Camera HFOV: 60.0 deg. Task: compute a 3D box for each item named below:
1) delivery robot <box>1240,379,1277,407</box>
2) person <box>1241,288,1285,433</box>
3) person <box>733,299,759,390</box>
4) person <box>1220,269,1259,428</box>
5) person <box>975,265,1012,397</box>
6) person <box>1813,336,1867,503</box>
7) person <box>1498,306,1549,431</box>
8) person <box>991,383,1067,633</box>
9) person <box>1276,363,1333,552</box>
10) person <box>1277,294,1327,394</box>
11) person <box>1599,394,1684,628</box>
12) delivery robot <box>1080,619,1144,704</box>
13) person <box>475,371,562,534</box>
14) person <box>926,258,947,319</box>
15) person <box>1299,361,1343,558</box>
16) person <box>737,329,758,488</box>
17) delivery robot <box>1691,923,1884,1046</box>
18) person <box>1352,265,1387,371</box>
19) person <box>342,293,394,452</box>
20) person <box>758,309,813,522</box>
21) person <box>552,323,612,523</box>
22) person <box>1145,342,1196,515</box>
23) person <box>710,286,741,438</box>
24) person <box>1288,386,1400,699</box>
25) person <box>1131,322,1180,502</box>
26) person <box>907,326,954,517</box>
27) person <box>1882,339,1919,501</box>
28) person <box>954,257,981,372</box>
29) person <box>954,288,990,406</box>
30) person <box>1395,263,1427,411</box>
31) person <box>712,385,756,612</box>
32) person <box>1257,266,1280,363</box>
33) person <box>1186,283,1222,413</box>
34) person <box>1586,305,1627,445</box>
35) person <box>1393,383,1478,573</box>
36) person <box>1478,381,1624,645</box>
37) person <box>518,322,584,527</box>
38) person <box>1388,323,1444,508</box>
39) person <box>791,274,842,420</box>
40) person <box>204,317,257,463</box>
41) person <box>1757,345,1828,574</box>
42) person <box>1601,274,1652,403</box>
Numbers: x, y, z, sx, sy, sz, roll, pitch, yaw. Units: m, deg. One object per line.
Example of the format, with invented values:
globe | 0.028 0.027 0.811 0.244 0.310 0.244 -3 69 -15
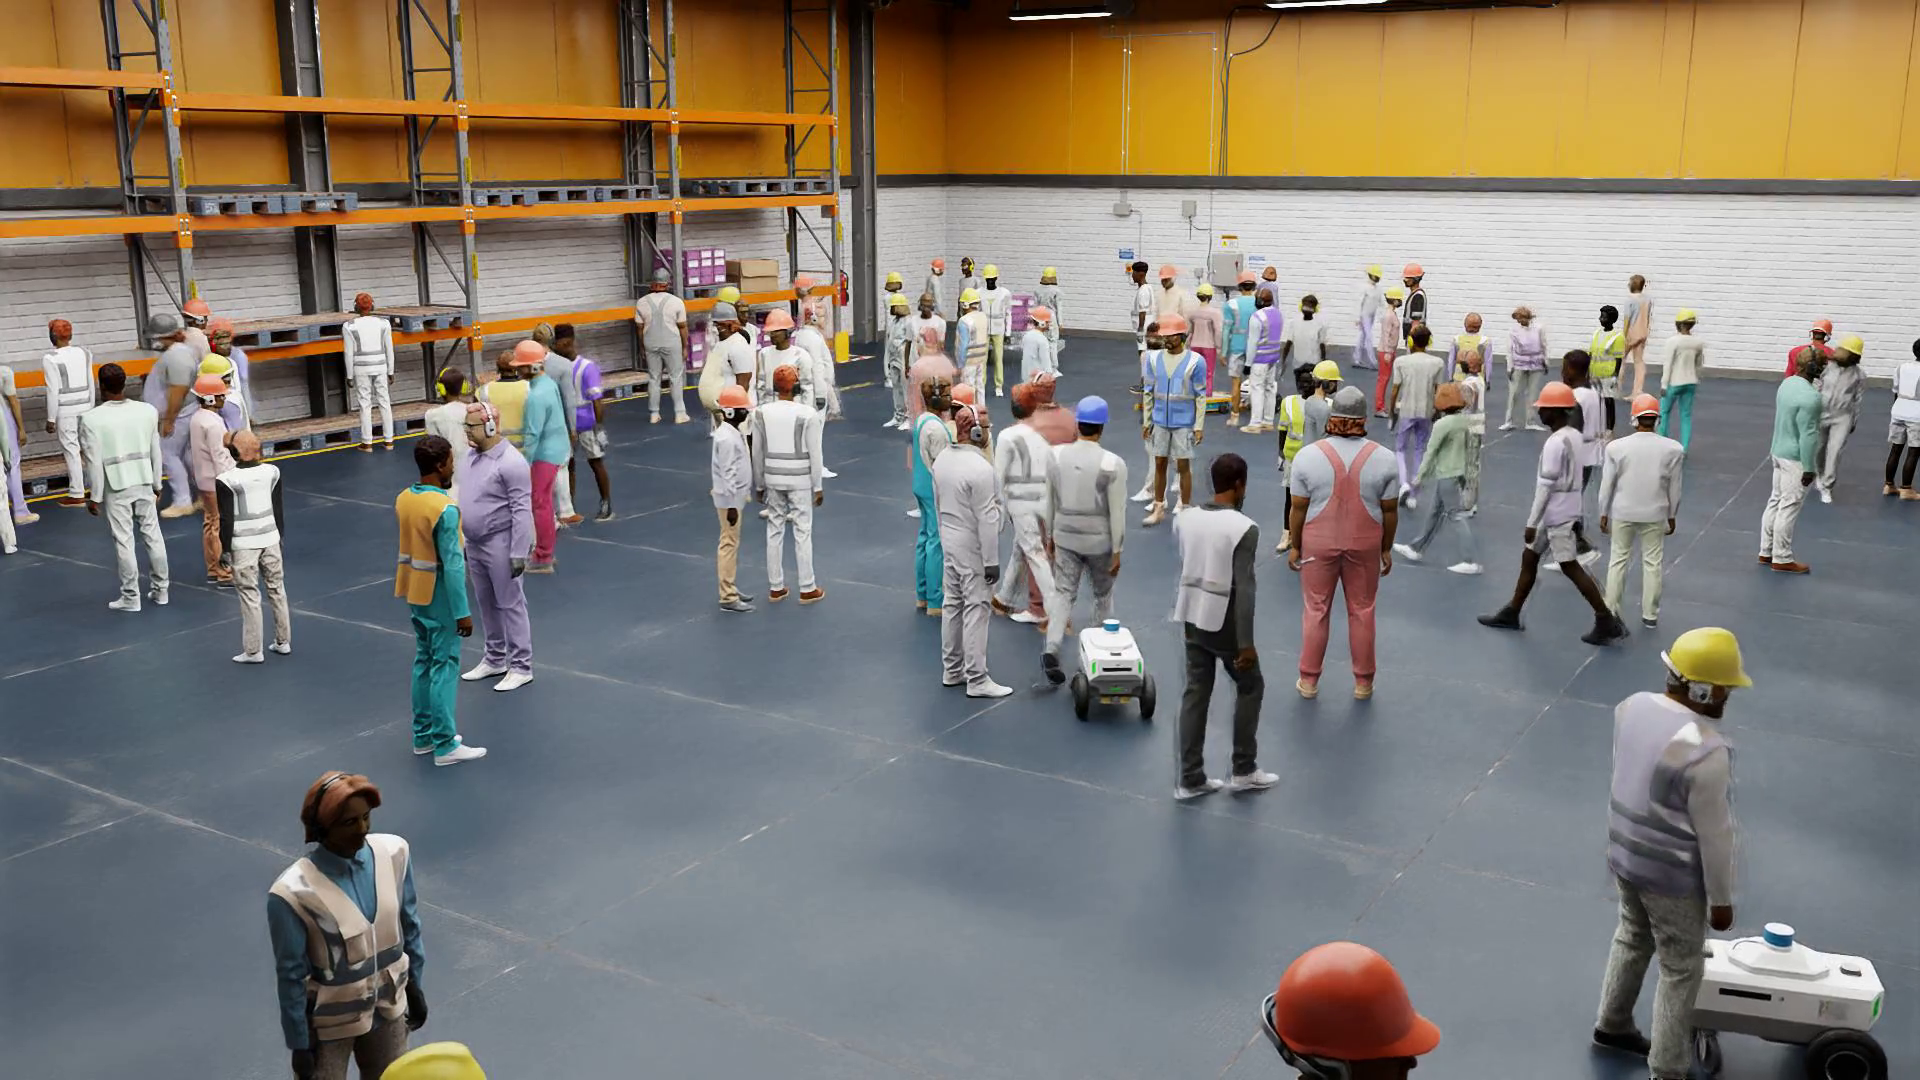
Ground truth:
delivery robot | 4.027 -2.035 22.685 0.477 0.478 0.707 10 16 38
person | 3.831 -2.279 21.132 0.429 1.843 0.627 12 18 42
person | -2.549 -1.893 19.445 0.508 1.844 0.332 -12 18 -43
person | 3.687 -2.472 21.531 0.616 2.041 0.397 -1 13 -6
person | 0.456 -3.052 24.293 0.593 1.925 0.384 1 13 5
person | 8.972 -1.266 17.054 0.481 1.696 0.781 7 15 28
person | 7.247 -2.175 21.189 0.615 1.613 0.326 0 13 -1
person | 0.484 -0.242 12.331 0.582 1.836 0.987 -12 18 -43
person | 3.051 -0.717 14.669 0.535 1.697 0.318 6 14 23
person | 4.242 -2.136 20.560 0.543 1.824 0.925 10 16 37
person | 5.057 -0.218 12.400 0.568 1.744 0.349 4 14 17
delivery robot | 0.963 0.749 10.605 0.477 0.478 0.707 0 13 -1
person | -4.053 -0.736 14.964 0.846 1.596 0.535 -5 14 -21
person | -0.401 -3.998 28.815 0.378 1.740 0.574 -3 13 -11
person | 3.088 -0.664 14.304 0.341 1.760 0.525 -1 13 -3
person | -2.306 -1.393 17.602 0.318 1.697 0.533 0 13 1
delivery robot | 3.131 1.717 6.407 0.707 0.478 0.477 4 13 17
person | 6.774 -3.637 27.254 0.551 1.714 0.826 -11 17 -40
person | -7.023 -1.993 19.798 0.576 1.882 0.355 -9 16 -34
person | -1.695 -1.189 15.957 0.609 2.043 0.397 8 15 30
person | -3.639 -1.097 15.832 0.687 1.962 0.565 8 15 31
person | 2.086 -1.186 16.326 0.533 1.870 0.315 9 16 34
person | -2.906 -2.188 20.598 0.490 1.895 0.721 -4 13 -16
person | 2.459 0.012 10.754 0.689 2.000 0.538 2 13 8
person | 2.064 -1.329 17.019 0.759 1.841 0.550 -9 16 -35
person | -0.245 -1.109 15.975 0.568 1.880 0.653 6 14 25
person | 9.720 -1.239 16.960 0.323 1.686 0.538 -4 13 -15
person | 0.127 -3.644 27.012 0.518 1.861 0.326 13 18 43
person | 0.128 -2.277 21.138 0.404 1.832 0.594 8 15 31
person | 6.225 -2.796 22.956 0.409 2.037 0.609 3 13 13
person | -1.741 -0.331 12.868 0.342 1.751 0.563 -1 13 -5
person | 5.256 -3.843 28.364 0.279 1.634 0.498 -8 15 -30
person | 3.346 -2.632 22.819 0.525 1.772 0.305 9 16 35
person | 7.862 -2.019 20.317 0.318 1.697 0.534 -6 14 -23
person | 4.081 -0.535 14.108 0.843 1.585 0.518 11 17 38
person | 4.364 -0.200 12.023 1.035 1.885 0.560 8 15 30
person | -3.895 -1.084 15.731 0.629 1.940 0.379 4 14 18
person | 4.517 -1.216 16.487 0.532 1.852 0.476 2 13 8
person | -2.054 -2.541 22.075 1.051 1.935 0.623 0 13 1
person | -7.450 -1.356 17.026 0.623 1.889 0.621 7 15 27
person | 7.019 -0.673 13.984 0.367 1.934 0.630 2 13 7
person | 9.516 -2.872 23.733 0.541 1.822 0.760 -5 14 -22
